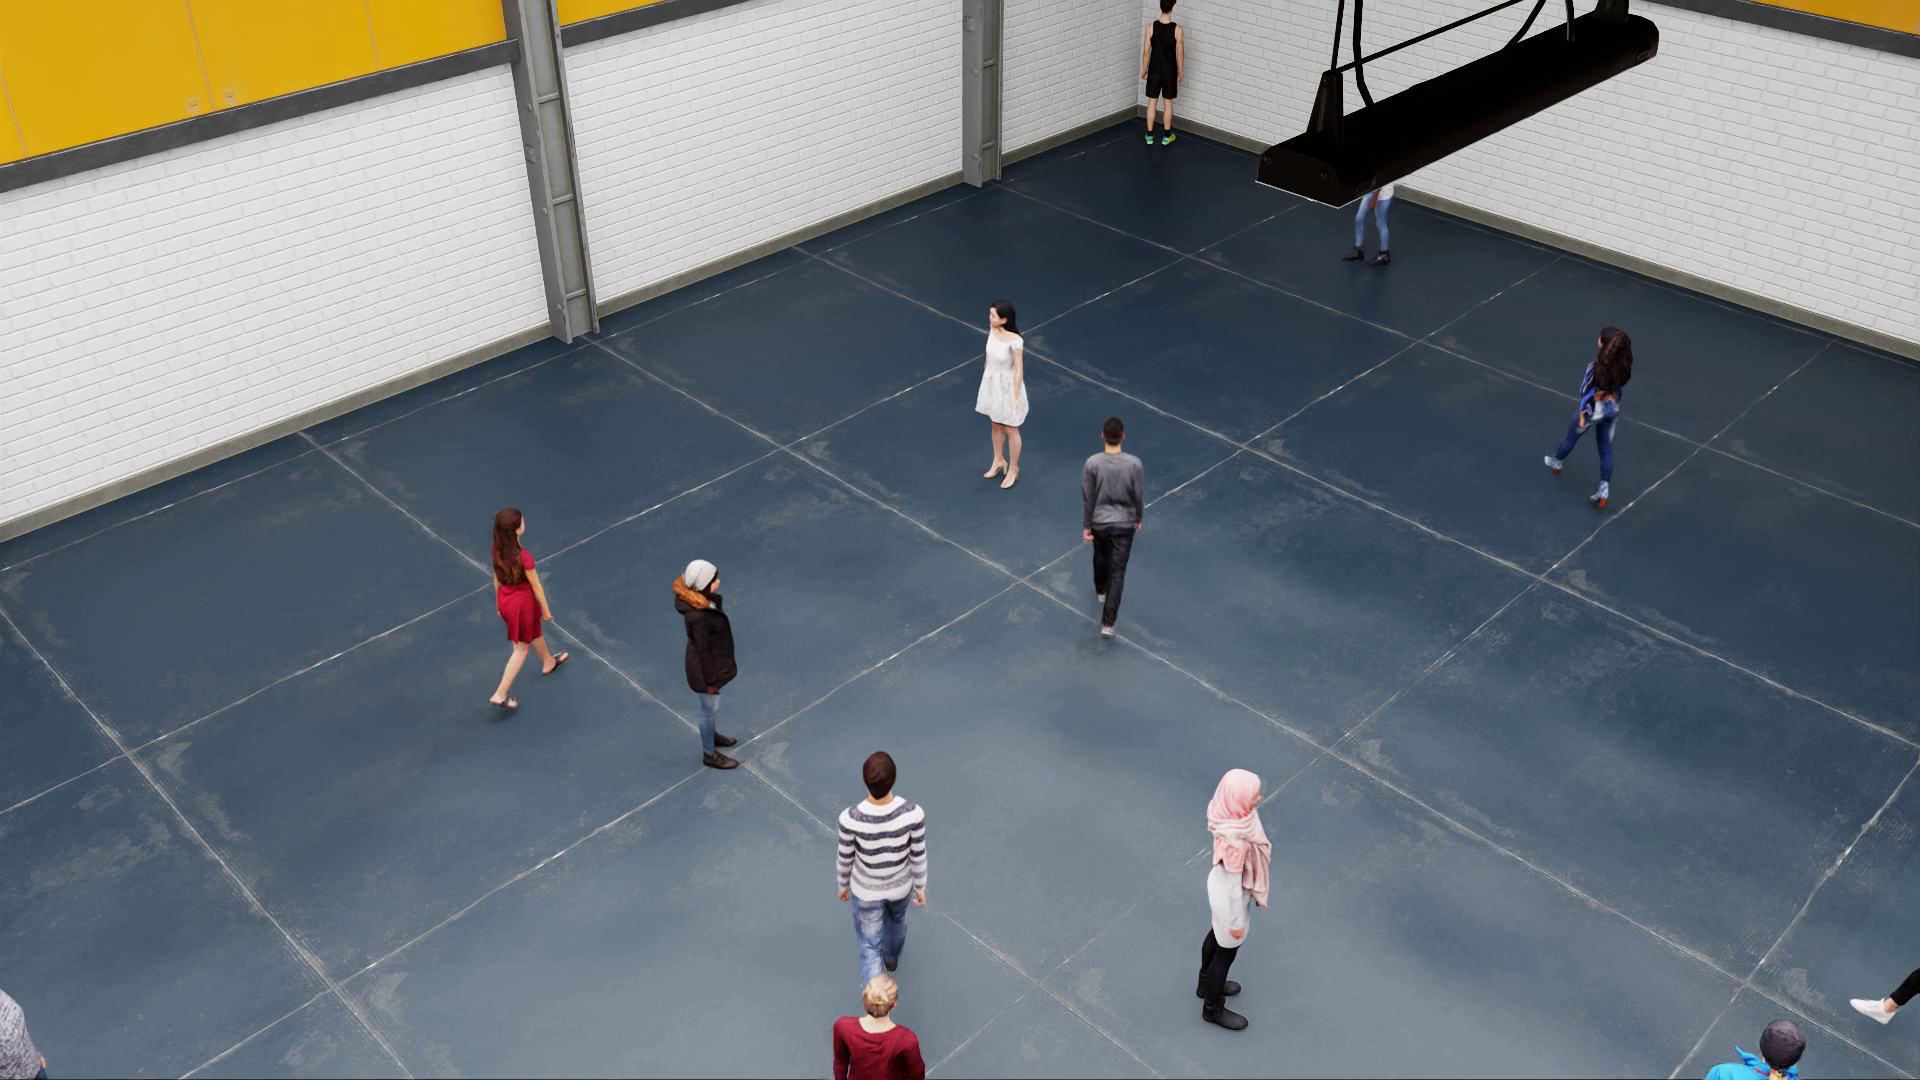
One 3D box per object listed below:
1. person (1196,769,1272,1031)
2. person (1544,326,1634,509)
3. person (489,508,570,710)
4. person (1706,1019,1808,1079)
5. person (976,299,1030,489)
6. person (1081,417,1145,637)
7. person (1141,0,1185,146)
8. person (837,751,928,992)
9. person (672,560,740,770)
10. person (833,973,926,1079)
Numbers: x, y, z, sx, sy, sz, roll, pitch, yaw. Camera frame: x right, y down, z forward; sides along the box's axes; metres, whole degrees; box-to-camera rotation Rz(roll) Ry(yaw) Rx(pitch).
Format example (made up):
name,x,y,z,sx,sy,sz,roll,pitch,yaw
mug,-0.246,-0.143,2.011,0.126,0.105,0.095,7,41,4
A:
name,x,y,z,sx,sy,sz,roll,pitch,yaw
person,1.508,1.998,9.327,0.799,1.805,0.736,1,34,1
person,5.449,-1.020,14.080,1.075,1.569,1.011,-8,34,-12
person,-3.182,0.503,11.832,0.724,1.522,1.103,19,38,26
person,3.652,3.005,7.842,0.938,1.771,1.163,10,35,15
person,0.370,-1.260,14.258,0.688,1.773,0.692,-22,39,-29
person,1.146,-0.077,12.513,1.028,1.735,1.199,6,34,9
person,2.592,-6.021,21.315,0.781,1.890,0.773,8,34,11
person,-0.431,2.004,9.307,1.188,1.816,1.158,-5,34,-7
person,-1.707,0.821,11.252,0.793,1.635,0.744,-3,34,-4
person,-0.420,2.797,8.238,0.864,1.680,0.950,6,34,9
